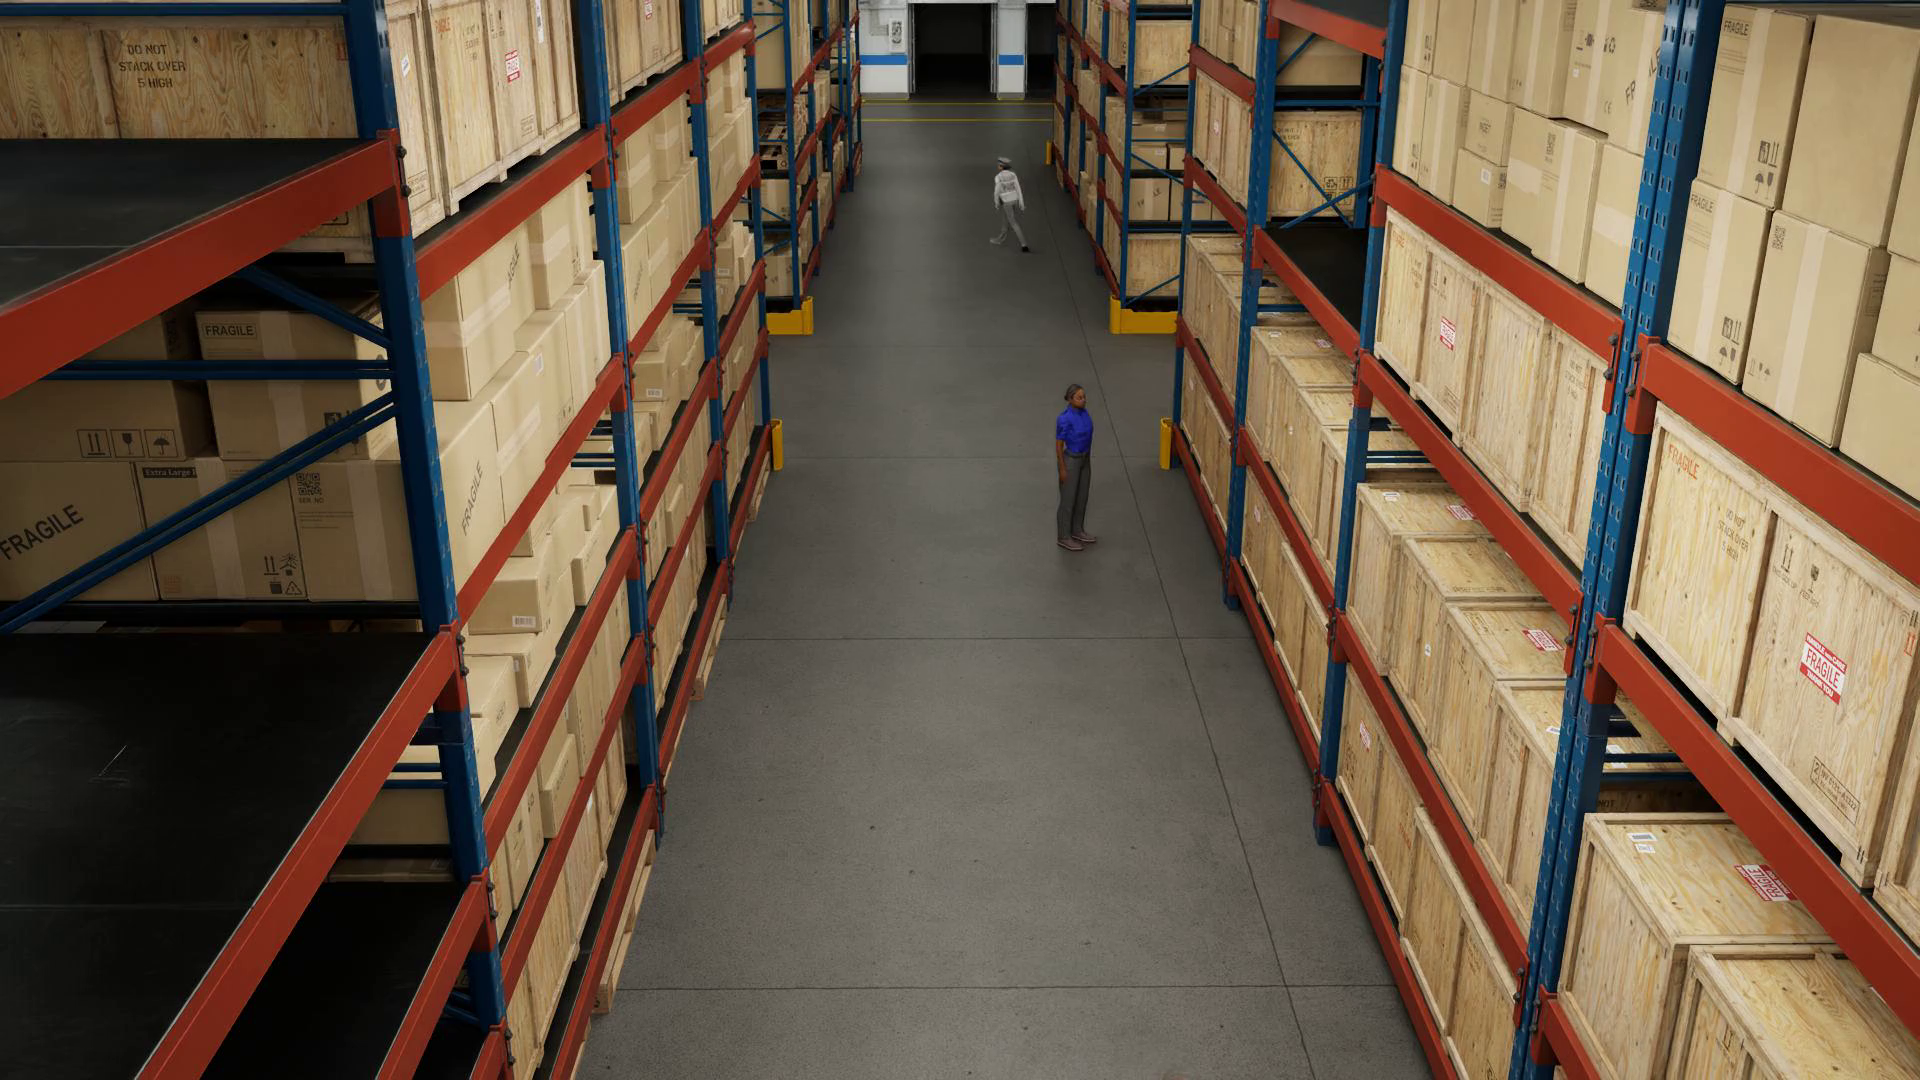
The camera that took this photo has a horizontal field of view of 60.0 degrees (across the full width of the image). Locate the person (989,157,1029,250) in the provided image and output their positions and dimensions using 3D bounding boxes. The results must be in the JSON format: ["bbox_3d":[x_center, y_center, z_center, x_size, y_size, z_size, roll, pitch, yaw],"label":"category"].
[{"bbox_3d":[0.846,-6.112,30.173,0.502,1.635,0.920,-18,28,-38],"label":"person"}]

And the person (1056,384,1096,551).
[{"bbox_3d":[1.165,-0.742,16.542,0.345,1.657,0.439,15,26,34],"label":"person"}]
